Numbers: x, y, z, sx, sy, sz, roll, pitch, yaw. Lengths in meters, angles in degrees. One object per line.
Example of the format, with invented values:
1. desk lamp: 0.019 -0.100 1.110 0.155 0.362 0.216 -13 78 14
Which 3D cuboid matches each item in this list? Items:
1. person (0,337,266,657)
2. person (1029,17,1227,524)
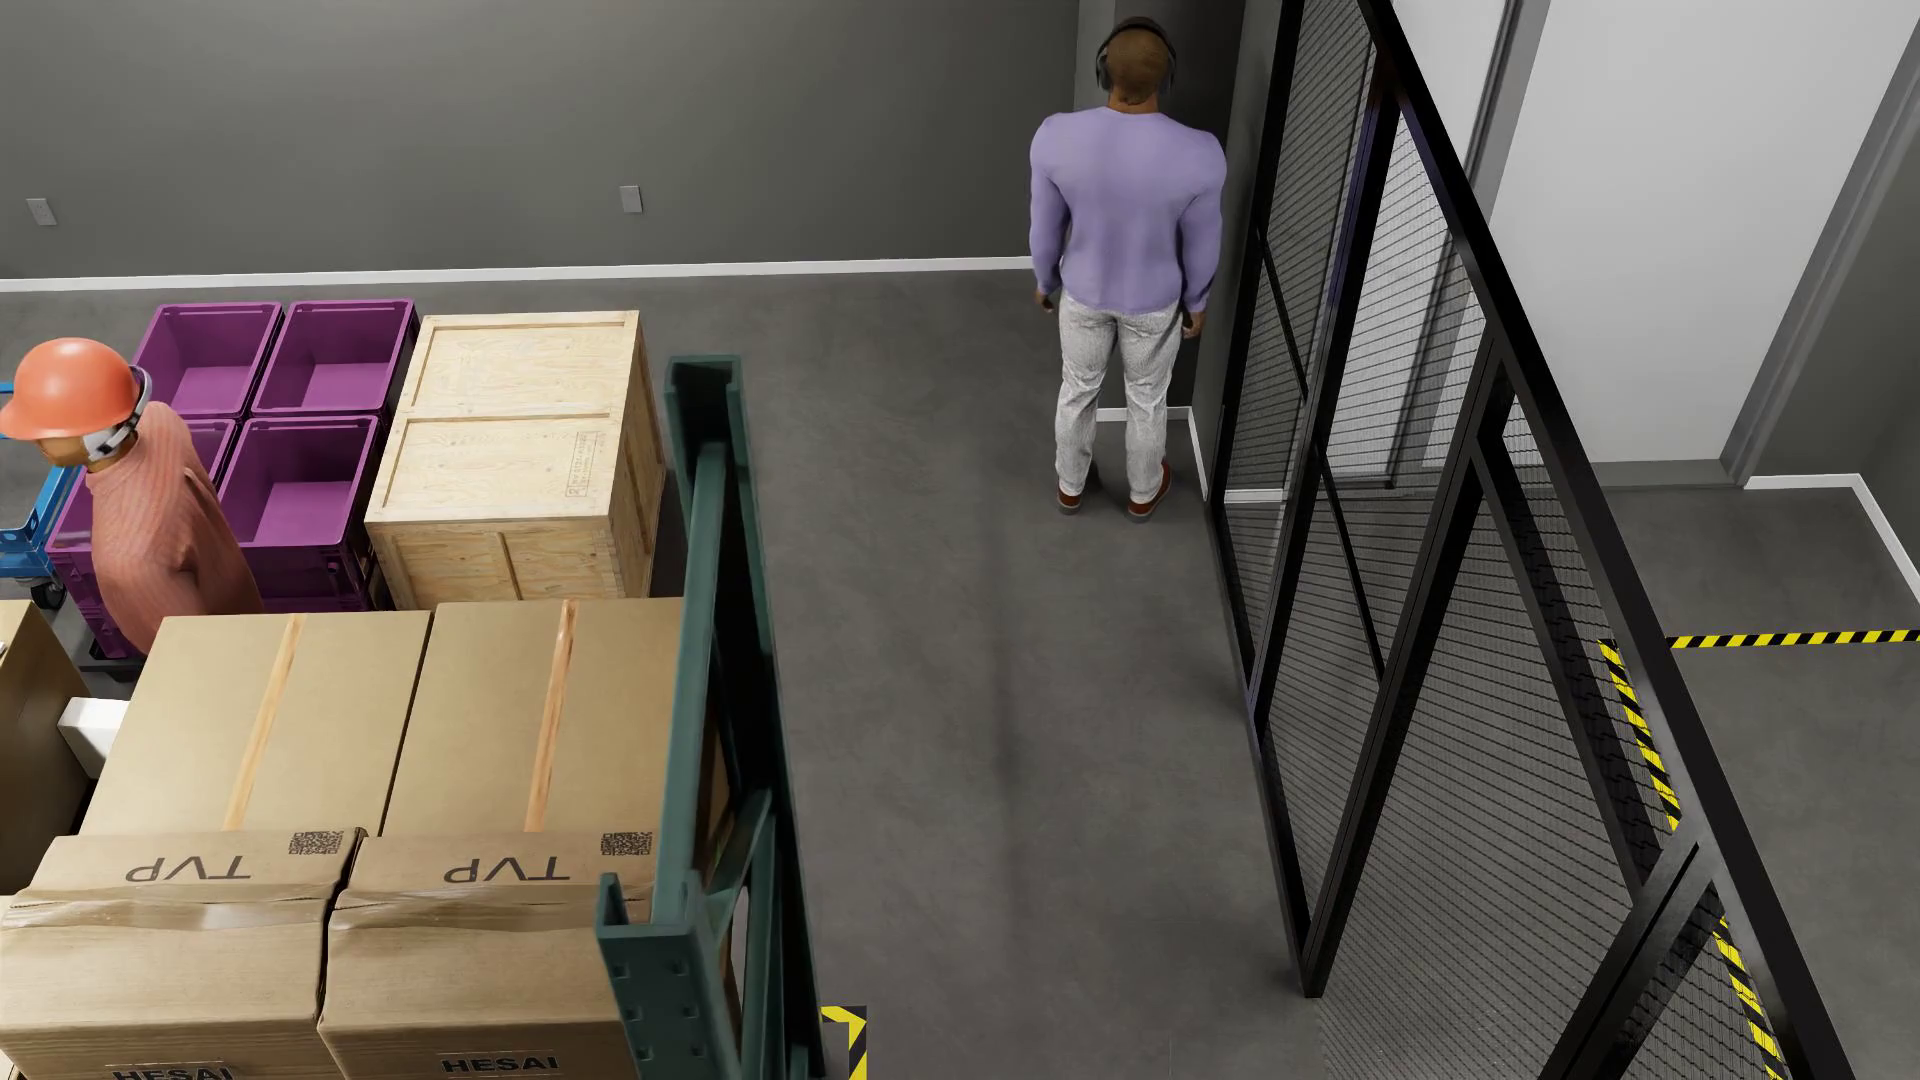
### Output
1. person: -2.042 0.249 4.478 0.372 1.997 0.622 -12 48 -11
2. person: 0.535 -0.835 5.555 0.627 1.939 0.371 11 47 10
